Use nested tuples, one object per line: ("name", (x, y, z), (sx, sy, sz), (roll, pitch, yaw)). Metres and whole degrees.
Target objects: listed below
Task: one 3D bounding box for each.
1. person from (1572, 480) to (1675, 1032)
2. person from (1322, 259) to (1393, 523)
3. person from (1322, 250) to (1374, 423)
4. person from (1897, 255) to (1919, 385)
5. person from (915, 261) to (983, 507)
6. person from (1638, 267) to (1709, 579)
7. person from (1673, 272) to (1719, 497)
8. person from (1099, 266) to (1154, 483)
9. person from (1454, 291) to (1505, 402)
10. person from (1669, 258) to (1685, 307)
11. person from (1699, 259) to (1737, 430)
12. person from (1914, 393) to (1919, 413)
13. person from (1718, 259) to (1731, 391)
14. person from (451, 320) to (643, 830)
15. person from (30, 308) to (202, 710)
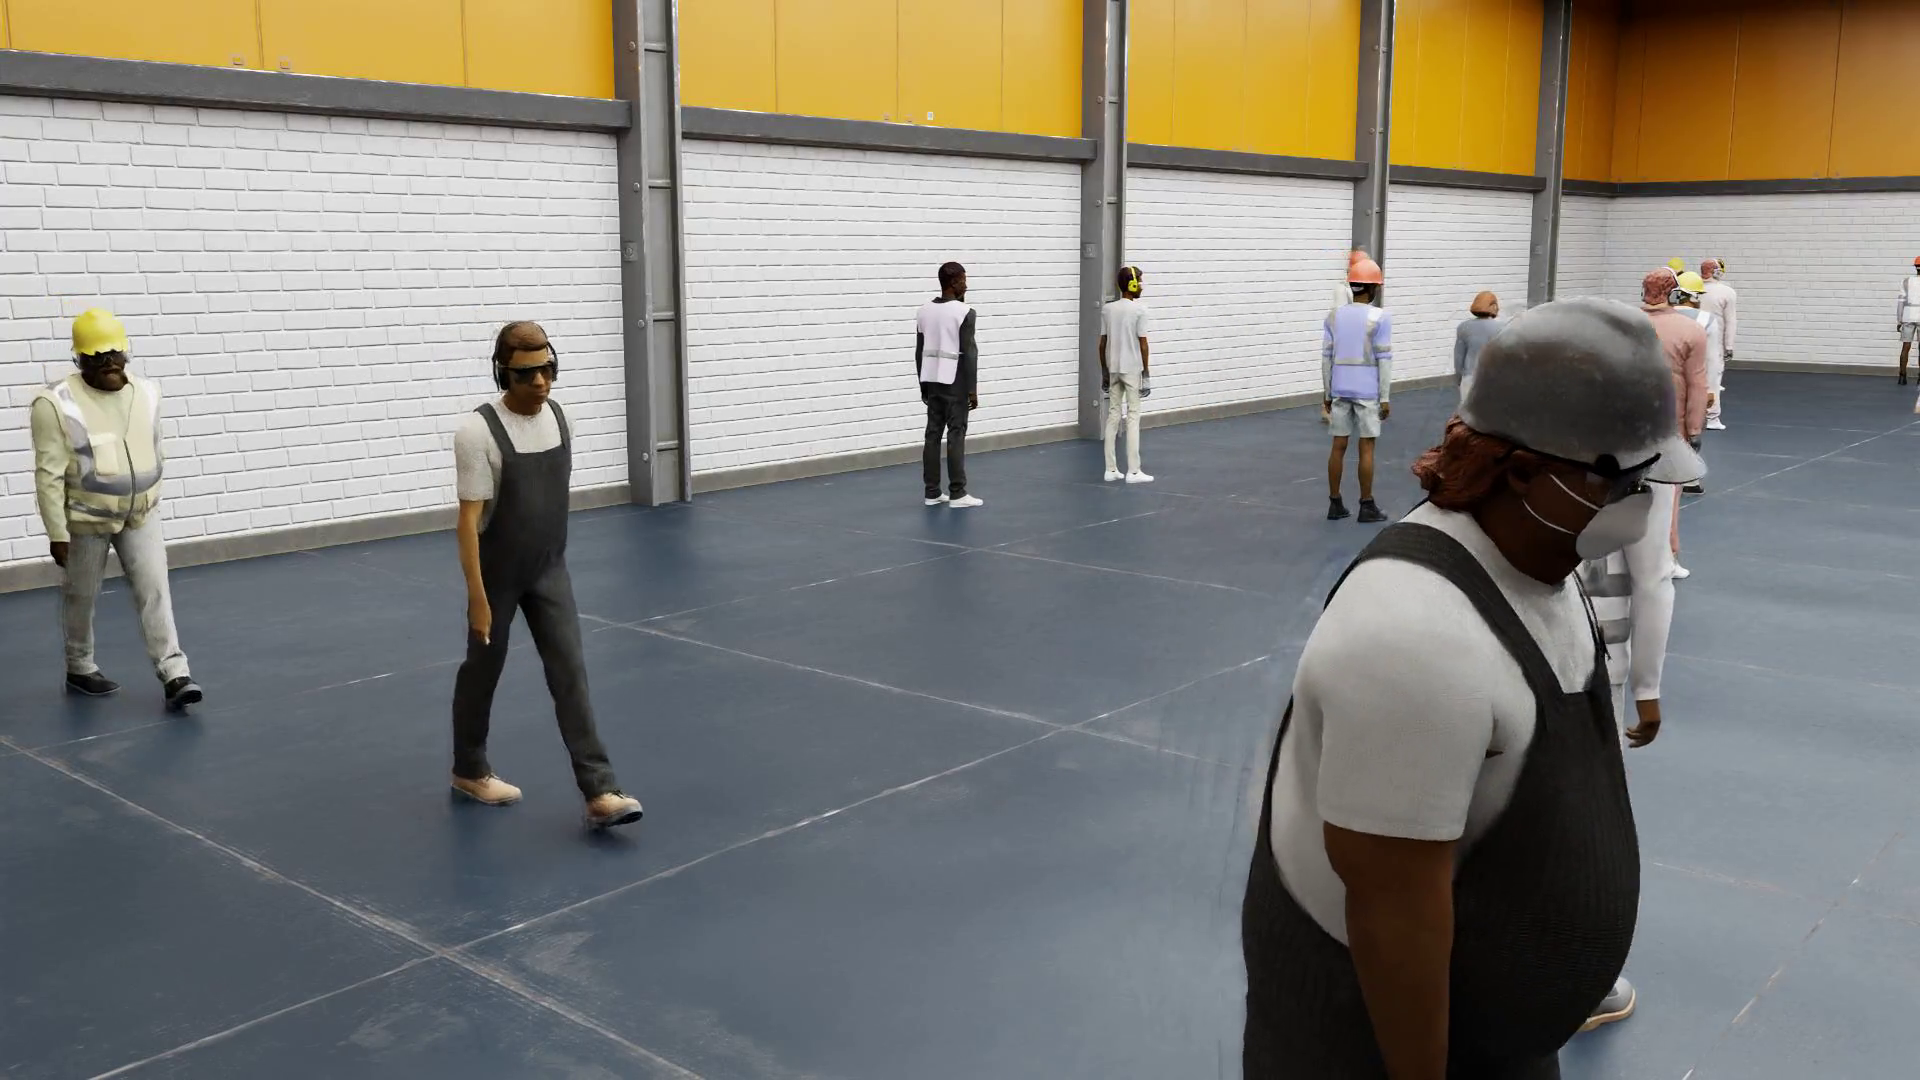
("person", (1.551, 0.332, 4.345), (0.576, 1.881, 0.354), (9, 13, 42))
("person", (2.950, -1.098, 12.324), (0.548, 1.937, 0.379), (9, 13, 42))
("person", (4.474, -2.280, 18.893), (0.628, 1.983, 0.935), (-6, 11, -29))
("person", (14.176, -3.256, 24.625), (0.548, 1.934, 0.376), (9, 13, 42))
("person", (-0.104, -1.211, 13.034), (0.590, 1.916, 0.391), (9, 13, 42))
("person", (4.248, -0.711, 10.211), (0.643, 1.908, 0.399), (9, 13, 42))
("person", (5.894, -1.270, 13.616), (0.592, 1.828, 0.404), (9, 13, 42))
("person", (1.437, -1.425, 14.403), (0.514, 1.864, 0.327), (9, 13, 42))
("person", (4.807, -1.480, 15.365), (0.502, 1.632, 0.279), (9, 13, 42))
("person", (10.910, -3.367, 25.412), (0.623, 1.878, 0.494), (-3, 10, -17))
("person", (8.330, -2.181, 18.589), (0.643, 1.905, 0.399), (9, 13, 42))
("person", (12.023, -2.382, 20.071), (0.628, 1.791, 0.841), (-8, 13, -38))
("person", (10.690, -3.056, 23.667), (0.514, 1.871, 0.327), (9, 13, 42))
("person", (-1.507, 0.136, 5.750), (1.019, 1.775, 0.510), (8, 13, 38))
("person", (-3.707, -0.120, 7.252), (0.990, 1.763, 0.599), (7, 12, 36))
